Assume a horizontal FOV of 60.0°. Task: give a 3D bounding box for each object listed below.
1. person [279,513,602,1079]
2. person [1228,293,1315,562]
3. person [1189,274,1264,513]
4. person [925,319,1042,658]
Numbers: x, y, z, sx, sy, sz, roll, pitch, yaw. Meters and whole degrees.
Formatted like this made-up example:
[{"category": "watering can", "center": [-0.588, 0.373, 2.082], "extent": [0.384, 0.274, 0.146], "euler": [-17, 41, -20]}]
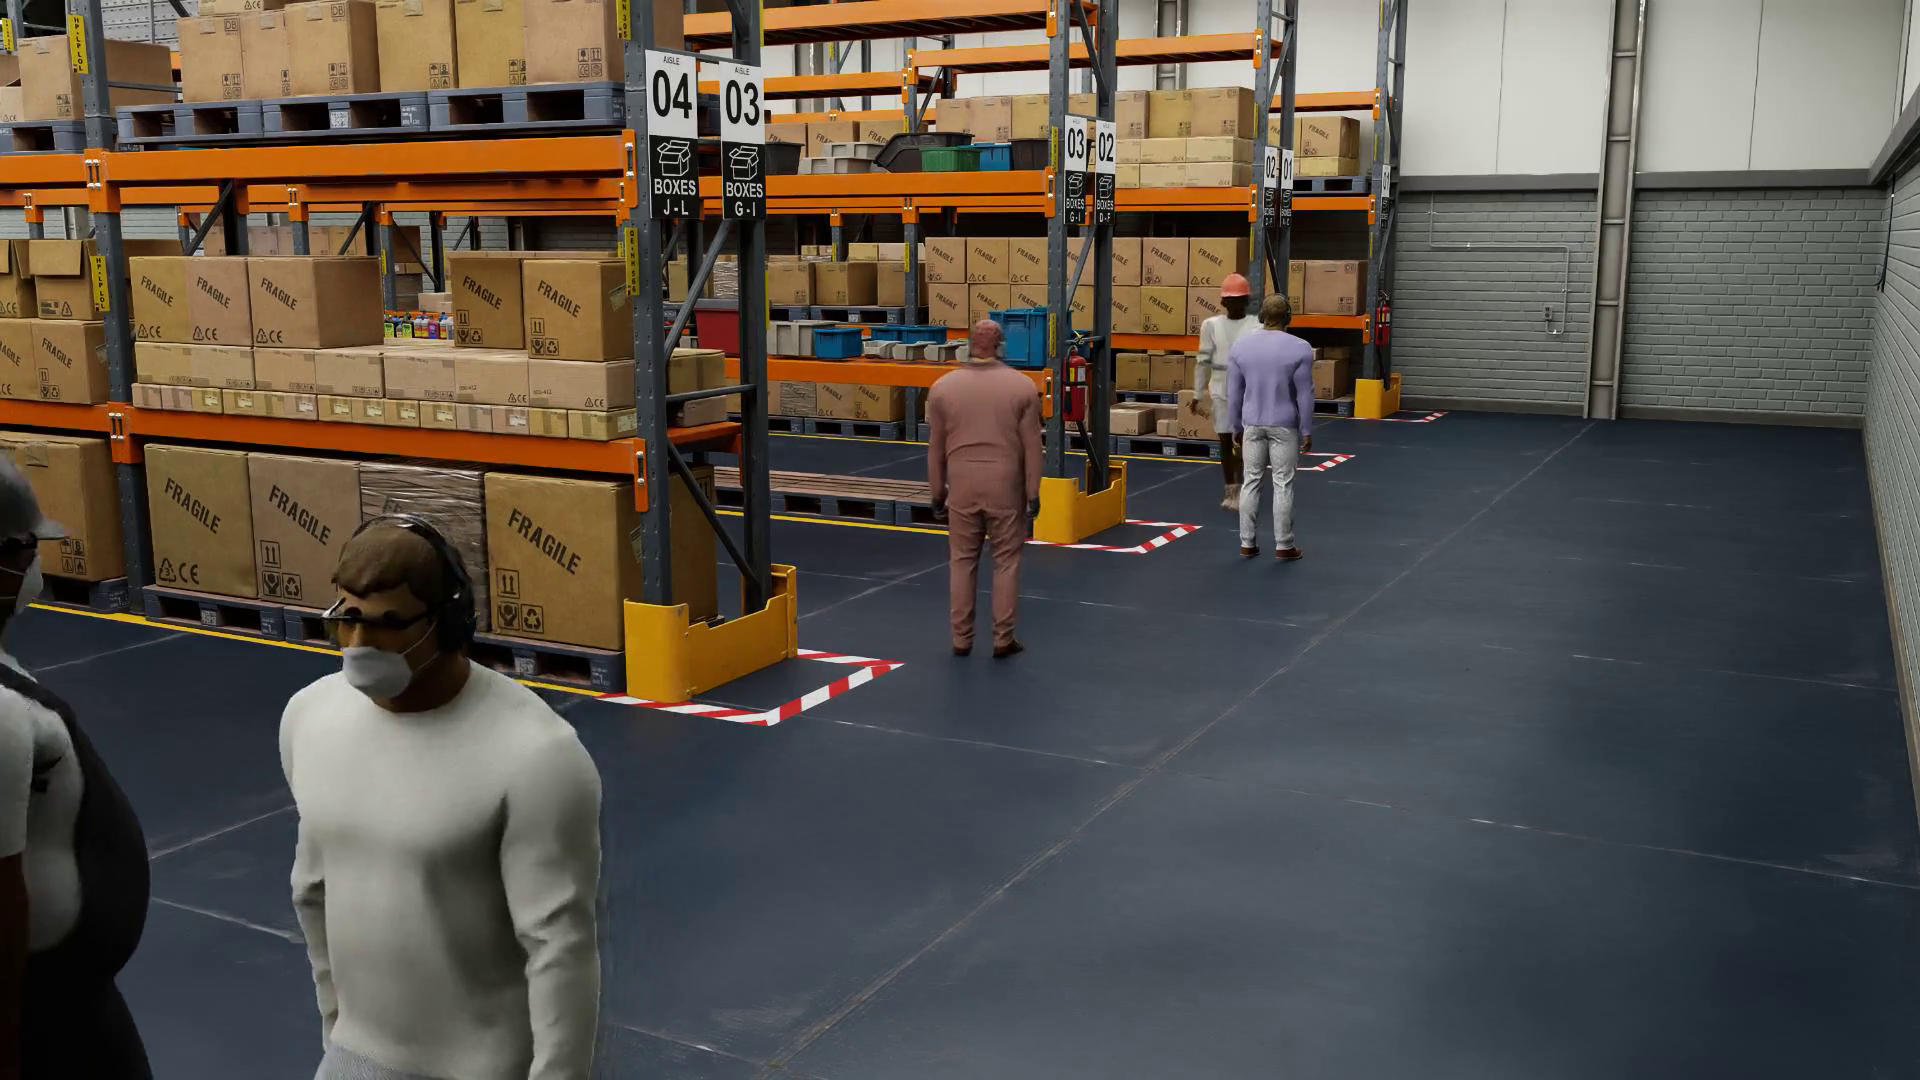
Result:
[{"category": "person", "center": [-0.908, 0.905, 2.769], "extent": [0.654, 1.901, 0.837], "euler": [4, 11, 20]}, {"category": "person", "center": [2.248, -0.805, 12.013], "extent": [0.635, 1.937, 0.361], "euler": [6, 12, 28]}, {"category": "person", "center": [2.281, -1.232, 14.119], "extent": [0.618, 2.019, 0.702], "euler": [5, 12, 27]}, {"category": "person", "center": [0.129, -0.280, 9.303], "extent": [0.663, 1.886, 0.400], "euler": [2, 11, 13]}]
